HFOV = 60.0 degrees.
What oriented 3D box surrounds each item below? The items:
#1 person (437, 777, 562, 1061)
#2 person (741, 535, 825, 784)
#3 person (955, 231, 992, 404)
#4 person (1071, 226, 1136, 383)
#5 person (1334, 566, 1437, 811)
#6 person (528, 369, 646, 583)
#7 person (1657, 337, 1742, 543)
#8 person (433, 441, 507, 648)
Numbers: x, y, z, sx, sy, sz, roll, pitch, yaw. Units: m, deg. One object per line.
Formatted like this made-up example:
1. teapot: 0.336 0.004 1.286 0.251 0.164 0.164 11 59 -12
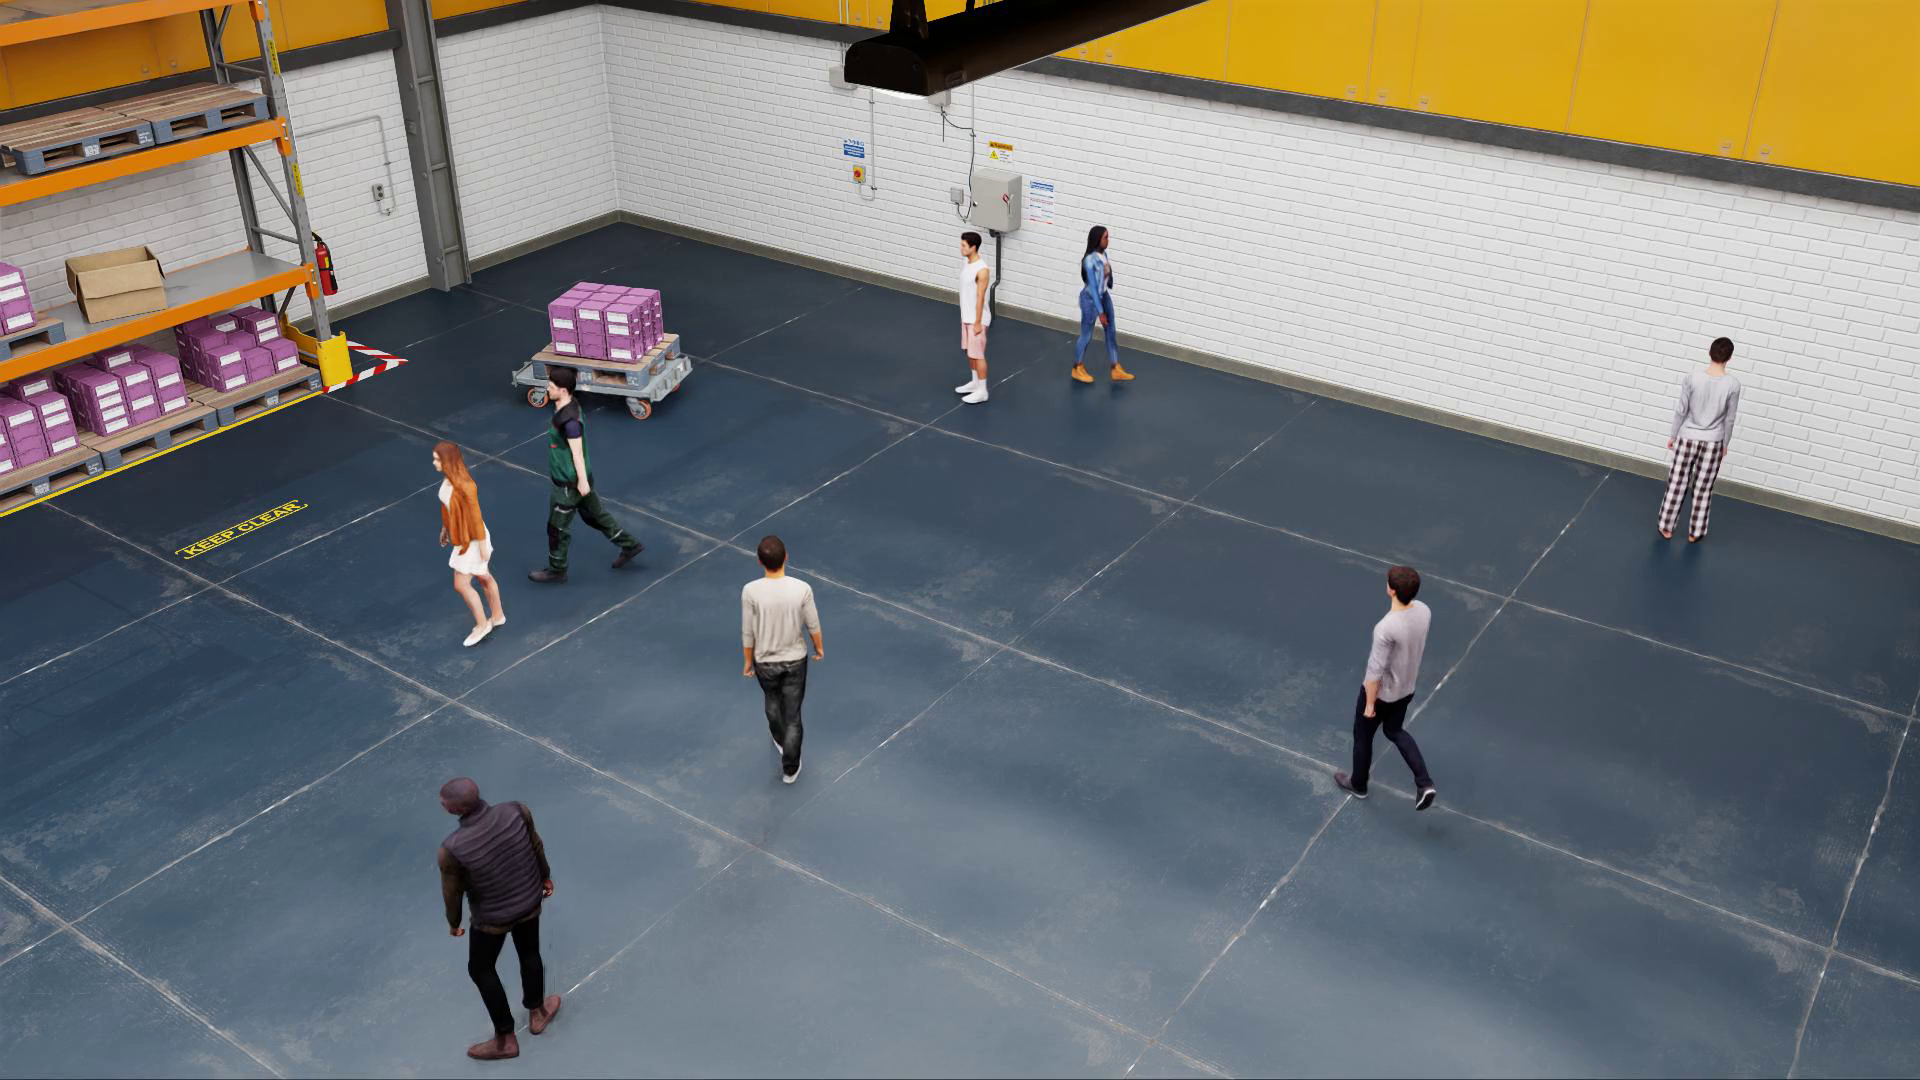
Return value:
1. person: -2.448 1.991 9.062 0.660 1.817 0.919 -11 31 -20
2. person: -1.207 0.853 11.180 0.936 1.787 1.003 -1 29 -2
3. person: 0.170 -2.285 16.939 0.766 1.781 0.732 -9 30 -16
4. person: 1.320 -2.441 17.317 0.735 1.693 0.866 15 32 26
5. person: 2.873 1.005 10.862 1.032 1.826 0.957 -18 33 -30
6. person: -3.077 -0.524 13.623 1.289 1.865 1.179 -7 29 -13
7. person: 6.342 -0.857 14.253 0.678 1.847 0.616 11 31 20
8. person: -3.718 -0.032 12.892 0.760 1.701 0.736 -16 32 -26
